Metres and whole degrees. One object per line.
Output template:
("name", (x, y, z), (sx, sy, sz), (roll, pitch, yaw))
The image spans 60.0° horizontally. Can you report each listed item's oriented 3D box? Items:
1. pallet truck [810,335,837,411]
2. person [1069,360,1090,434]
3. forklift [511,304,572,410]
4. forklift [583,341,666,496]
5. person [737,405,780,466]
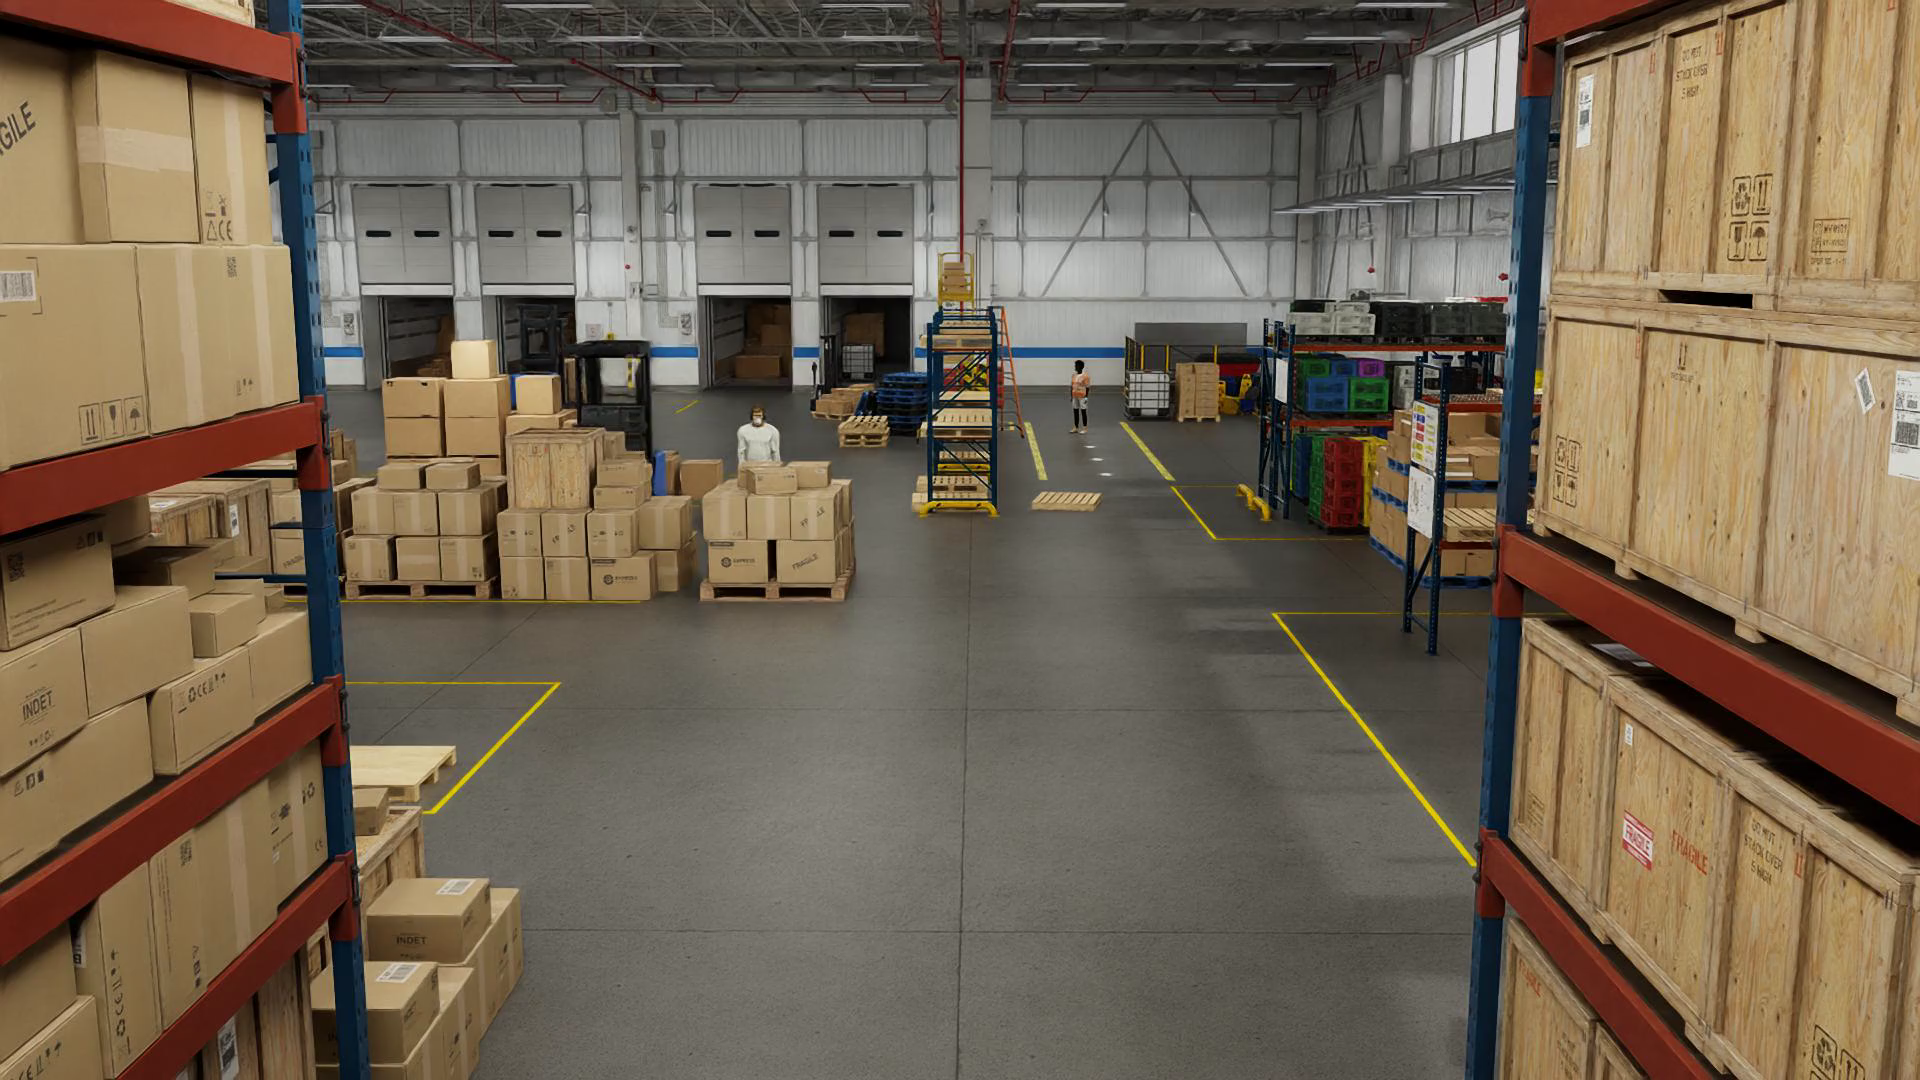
("pallet truck", (-3.021, -4.312, 43.126), (1.885, 1.965, 0.823), (3, 10, 17))
("person", (2.716, -3.252, 37.864), (0.316, 1.698, 0.541), (-9, 14, -43))
("forklift", (-10.724, -4.629, 42.411), (1.129, 2.768, 1.873), (0, 10, 1))
("forklift", (-5.078, -1.578, 24.804), (1.129, 2.768, 1.873), (0, 10, 1))
("person", (-2.944, -1.019, 24.335), (0.626, 1.930, 0.377), (1, 10, 3))
